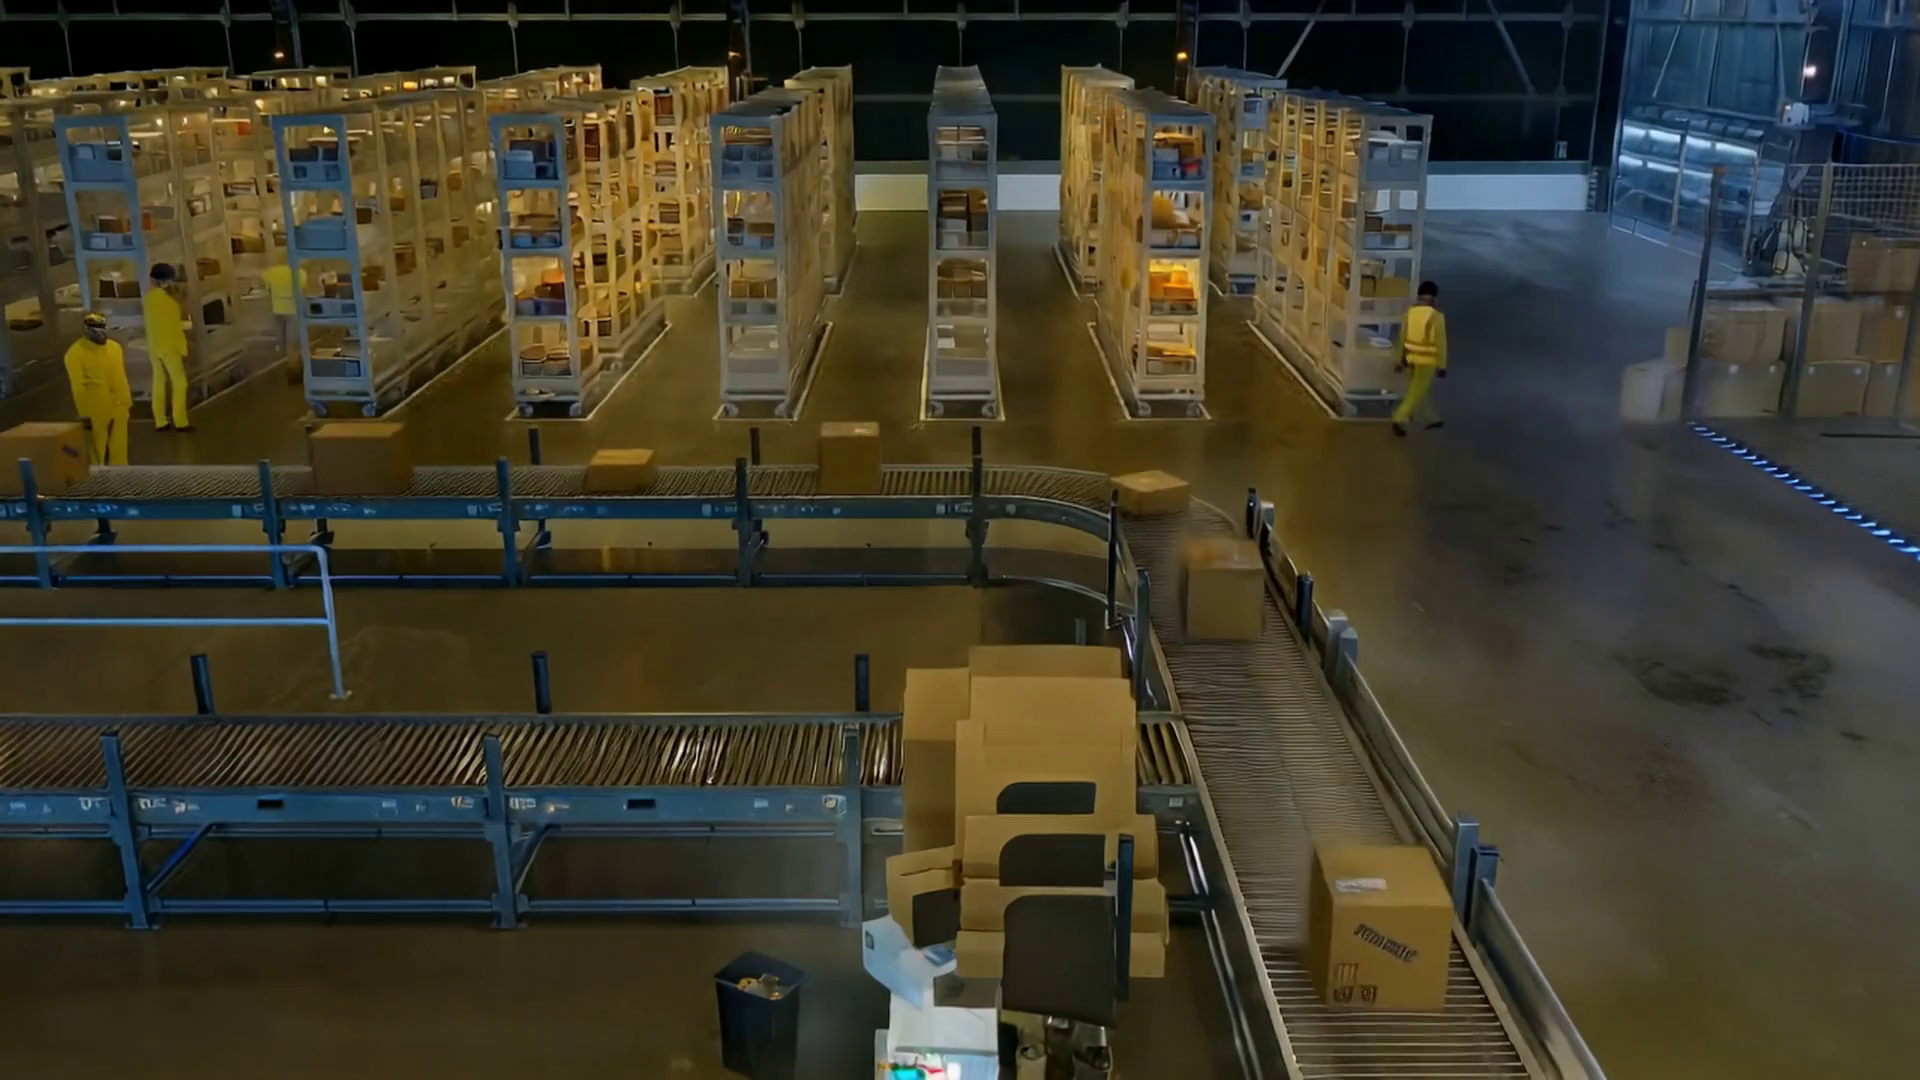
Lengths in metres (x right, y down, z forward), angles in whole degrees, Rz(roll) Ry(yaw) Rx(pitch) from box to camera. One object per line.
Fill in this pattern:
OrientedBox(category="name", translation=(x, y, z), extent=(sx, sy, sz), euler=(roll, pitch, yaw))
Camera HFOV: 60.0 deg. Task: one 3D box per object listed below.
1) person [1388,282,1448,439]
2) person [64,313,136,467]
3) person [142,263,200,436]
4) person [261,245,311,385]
OrientedBox(category="person", translation=(5.299, -2.074, 19.172), extent=(0.953, 1.775, 0.597), euler=(-10, 20, -27))
OrientedBox(category="person", translation=(-8.531, -1.319, 16.628), extent=(0.409, 1.903, 0.639), euler=(6, 19, 18))
OrientedBox(category="person", translation=(-9.133, -2.199, 19.221), extent=(0.618, 1.983, 0.431), euler=(11, 21, 30))
OrientedBox(category="person", translation=(-8.818, -2.965, 21.875), extent=(0.588, 1.797, 0.994), euler=(1, 18, 3))
